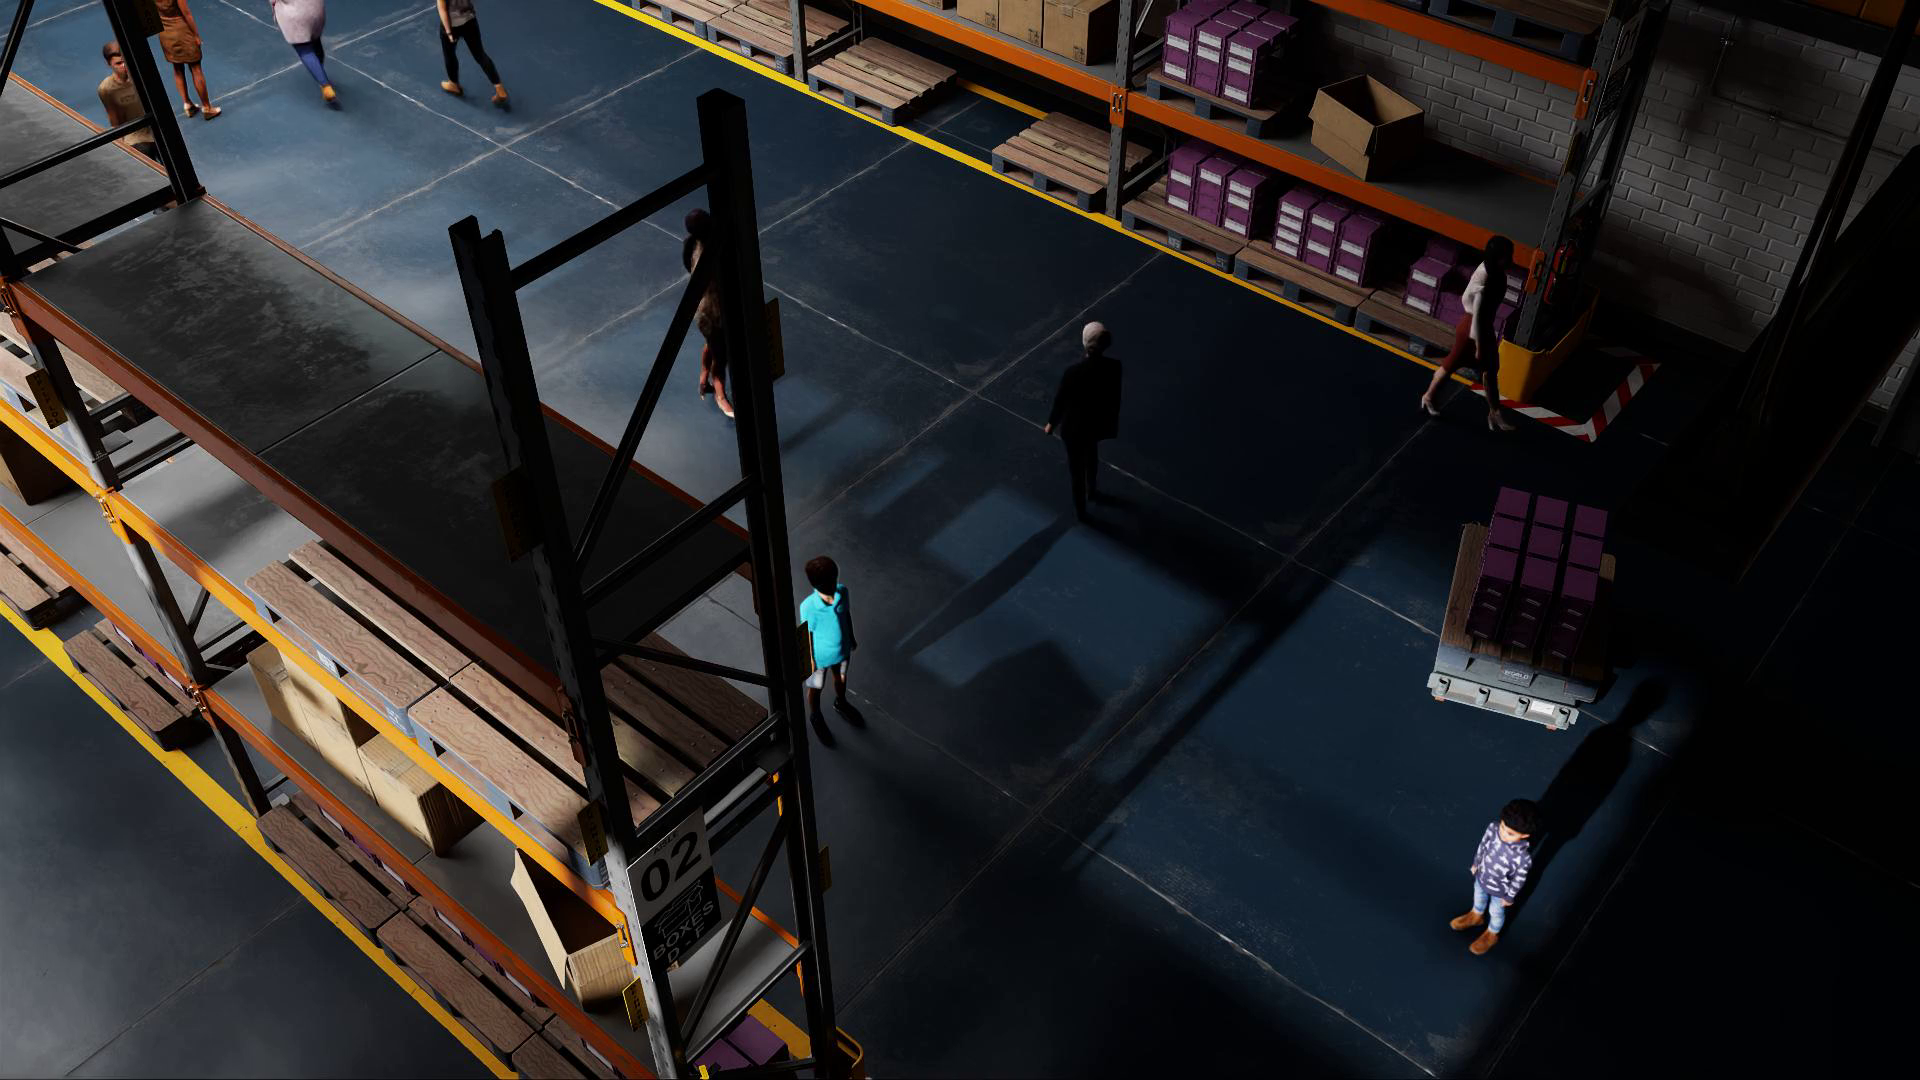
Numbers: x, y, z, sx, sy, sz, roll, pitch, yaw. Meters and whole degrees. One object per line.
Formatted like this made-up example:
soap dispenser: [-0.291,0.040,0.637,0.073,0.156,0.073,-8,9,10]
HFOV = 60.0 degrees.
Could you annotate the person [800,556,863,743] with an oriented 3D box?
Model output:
person: [-0.840,0.657,10.524,0.551,1.449,0.529,-30,51,-28]

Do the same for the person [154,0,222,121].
person: [-7.620,-4.904,16.191,0.586,1.684,0.699,10,44,10]

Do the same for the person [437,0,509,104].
person: [-4.866,-5.075,16.368,1.095,1.689,0.599,31,51,28]

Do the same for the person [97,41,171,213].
person: [-7.194,-3.572,14.686,0.816,1.833,1.153,-28,50,-26]

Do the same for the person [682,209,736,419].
person: [-1.899,-1.678,12.747,0.792,1.764,0.701,1,44,1]

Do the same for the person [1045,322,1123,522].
person: [0.914,-0.743,11.994,0.880,1.769,0.831,-16,46,-16]

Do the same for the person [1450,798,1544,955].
person: [3.048,1.877,9.389,0.618,1.250,0.522,-18,46,-18]

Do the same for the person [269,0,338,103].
person: [-6.491,-5.164,16.443,0.782,1.713,1.121,-32,52,-29]

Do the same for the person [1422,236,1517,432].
person: [3.827,-1.577,12.677,1.021,1.714,0.718,22,48,22]
